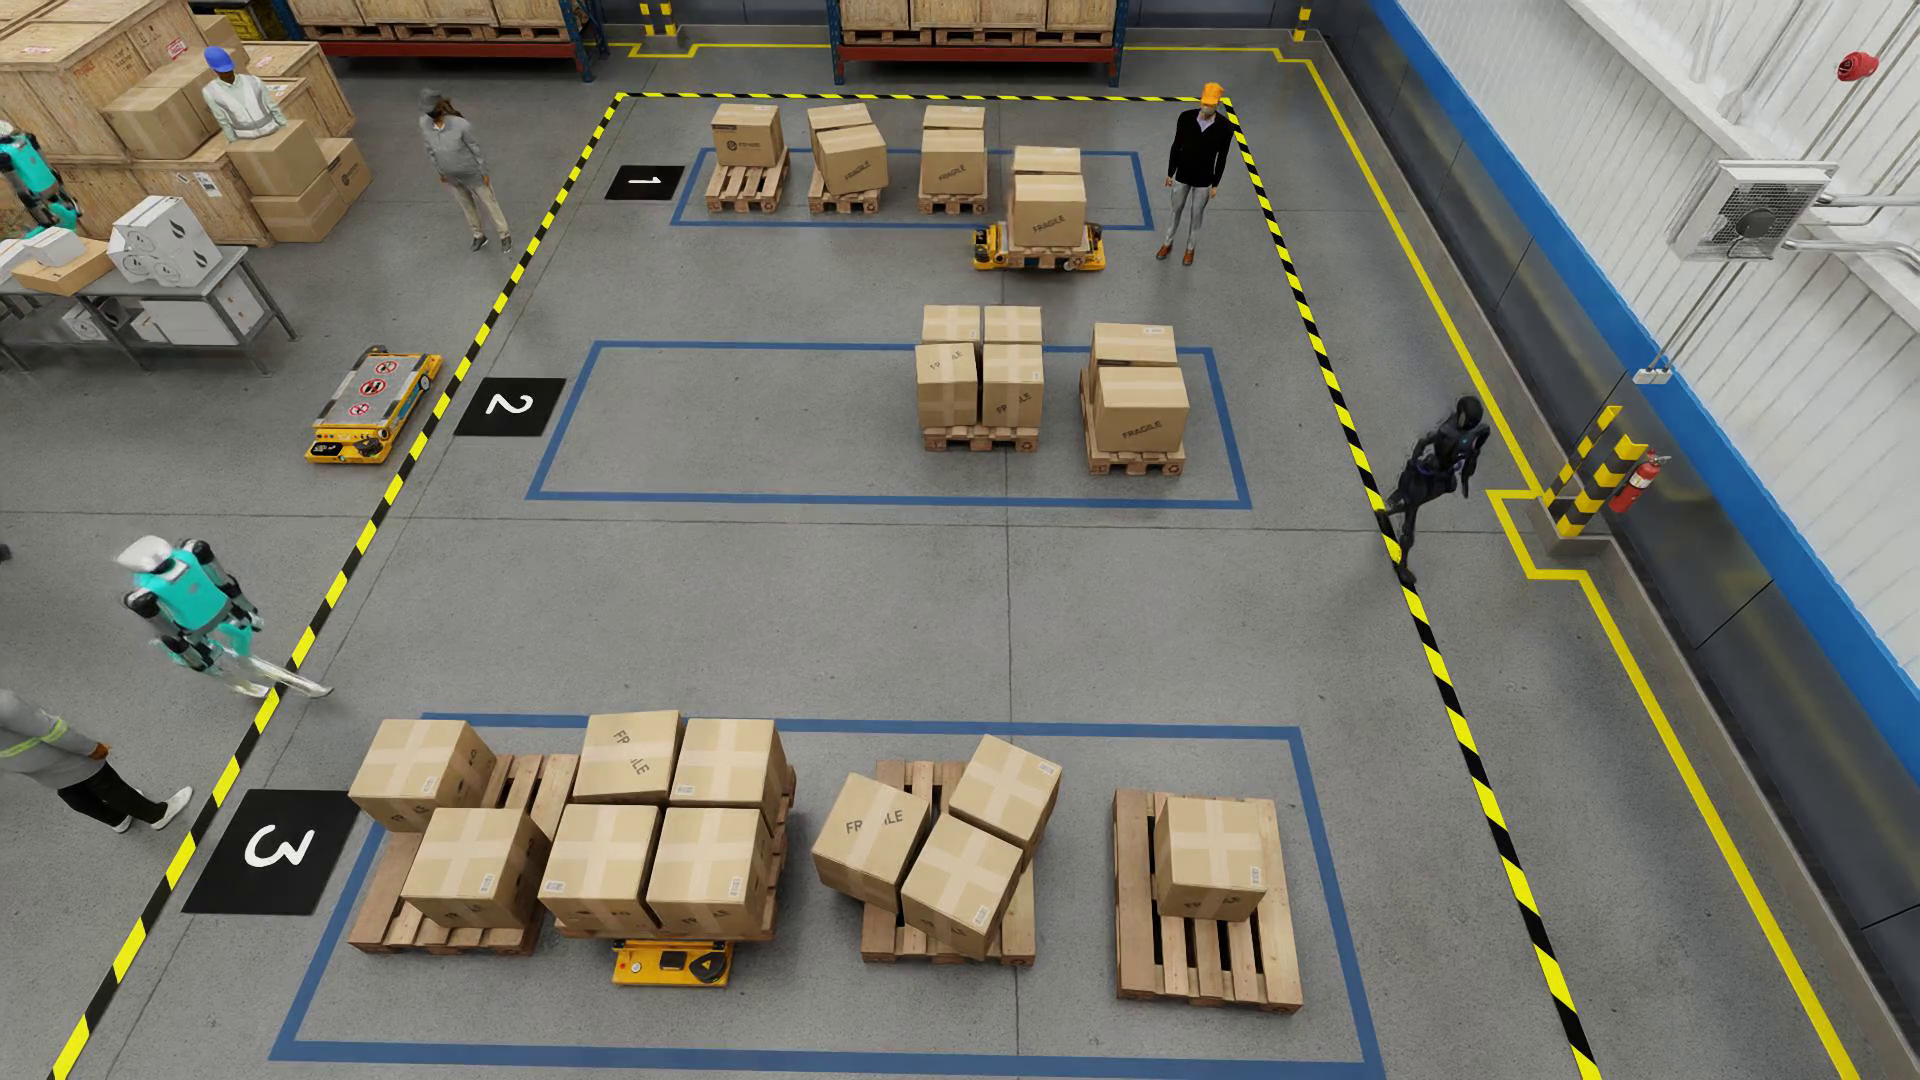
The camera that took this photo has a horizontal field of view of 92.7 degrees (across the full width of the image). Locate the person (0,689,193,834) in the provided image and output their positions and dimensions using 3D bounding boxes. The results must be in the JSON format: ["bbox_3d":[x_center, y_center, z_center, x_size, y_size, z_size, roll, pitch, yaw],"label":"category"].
[{"bbox_3d":[-5.317,1.188,5.326,0.588,1.849,0.394,-1,50,-1],"label":"person"}]

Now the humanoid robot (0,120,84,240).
[{"bbox_3d":[-9.383,-3.309,9.220,0.967,1.772,0.532,-2,50,-2],"label":"humanoid robot"}]

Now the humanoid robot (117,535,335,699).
[{"bbox_3d":[-4.867,0.579,5.906,1.003,1.719,0.546,10,50,8],"label":"humanoid robot"}]

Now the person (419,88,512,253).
[{"bbox_3d":[-5.233,-3.885,9.674,0.563,1.763,0.403,2,50,2],"label":"person"}]

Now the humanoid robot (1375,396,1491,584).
[{"bbox_3d":[3.556,-0.444,6.858,0.607,1.620,0.817,-7,50,-6],"label":"humanoid robot"}]

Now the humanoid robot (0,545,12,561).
[{"bbox_3d":[-7.810,-0.302,6.698,0.319,1.654,0.608,35,58,26],"label":"humanoid robot"}]

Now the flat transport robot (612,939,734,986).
[{"bbox_3d":[-1.659,1.971,5.681,0.652,0.197,1.431,1,50,1],"label":"flat transport robot"}]

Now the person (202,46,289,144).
[{"bbox_3d":[-7.555,-4.339,9.947,0.602,1.939,0.412,-34,58,-25],"label":"person"}]

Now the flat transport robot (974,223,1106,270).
[{"bbox_3d":[0.871,-3.249,10.098,1.431,0.197,0.652,1,50,1],"label":"flat transport robot"}]

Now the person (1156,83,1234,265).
[{"bbox_3d":[2.425,-3.767,9.497,0.585,1.884,0.361,19,52,16],"label":"person"}]

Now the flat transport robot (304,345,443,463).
[{"bbox_3d":[-5.383,-1.269,8.441,0.659,0.231,1.431,1,50,1],"label":"flat transport robot"}]
